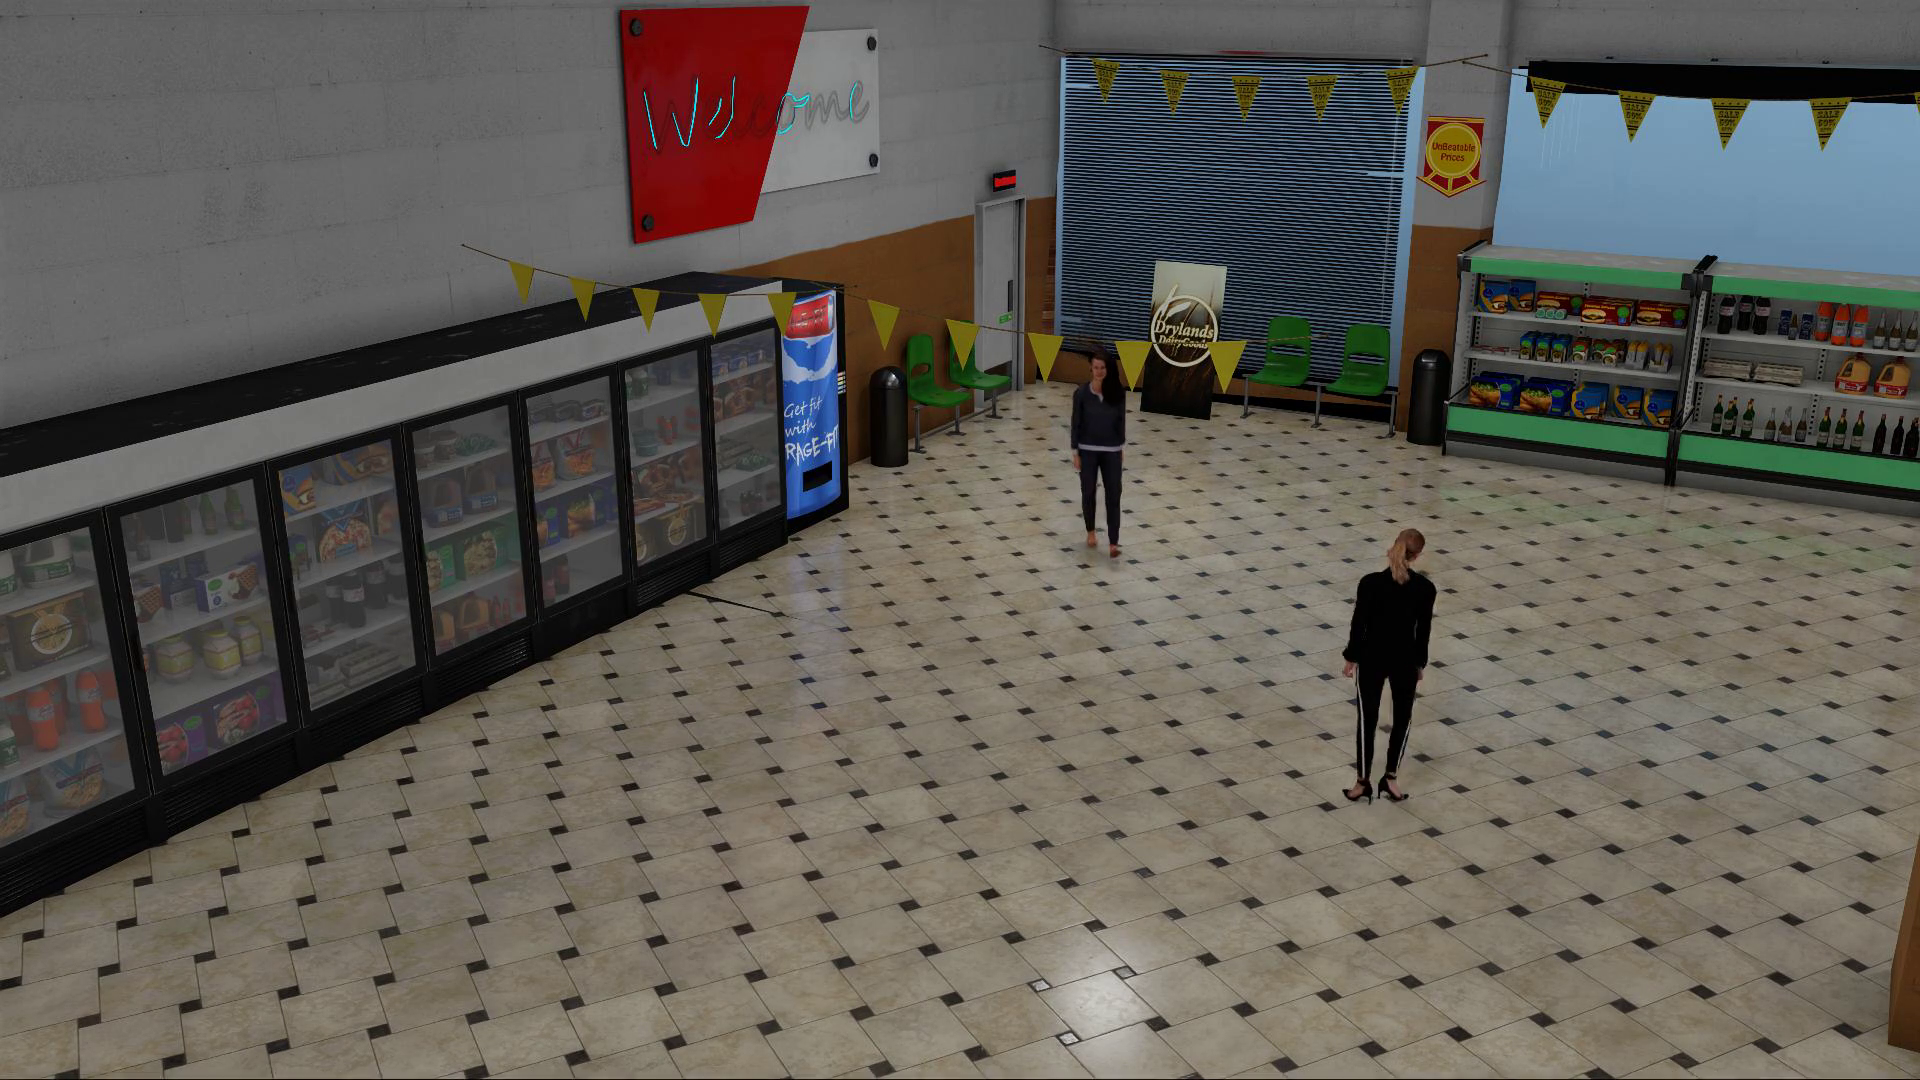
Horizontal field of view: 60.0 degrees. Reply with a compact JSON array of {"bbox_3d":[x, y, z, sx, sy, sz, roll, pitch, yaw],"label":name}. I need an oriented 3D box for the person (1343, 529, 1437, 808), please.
[{"bbox_3d":[2.503,0.759,9.682,0.678,1.689,0.803,-5,19,-16],"label":"person"}]

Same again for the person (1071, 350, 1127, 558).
[{"bbox_3d":[1.163,-0.760,14.112,1.078,1.736,1.031,-1,19,-3],"label":"person"}]
